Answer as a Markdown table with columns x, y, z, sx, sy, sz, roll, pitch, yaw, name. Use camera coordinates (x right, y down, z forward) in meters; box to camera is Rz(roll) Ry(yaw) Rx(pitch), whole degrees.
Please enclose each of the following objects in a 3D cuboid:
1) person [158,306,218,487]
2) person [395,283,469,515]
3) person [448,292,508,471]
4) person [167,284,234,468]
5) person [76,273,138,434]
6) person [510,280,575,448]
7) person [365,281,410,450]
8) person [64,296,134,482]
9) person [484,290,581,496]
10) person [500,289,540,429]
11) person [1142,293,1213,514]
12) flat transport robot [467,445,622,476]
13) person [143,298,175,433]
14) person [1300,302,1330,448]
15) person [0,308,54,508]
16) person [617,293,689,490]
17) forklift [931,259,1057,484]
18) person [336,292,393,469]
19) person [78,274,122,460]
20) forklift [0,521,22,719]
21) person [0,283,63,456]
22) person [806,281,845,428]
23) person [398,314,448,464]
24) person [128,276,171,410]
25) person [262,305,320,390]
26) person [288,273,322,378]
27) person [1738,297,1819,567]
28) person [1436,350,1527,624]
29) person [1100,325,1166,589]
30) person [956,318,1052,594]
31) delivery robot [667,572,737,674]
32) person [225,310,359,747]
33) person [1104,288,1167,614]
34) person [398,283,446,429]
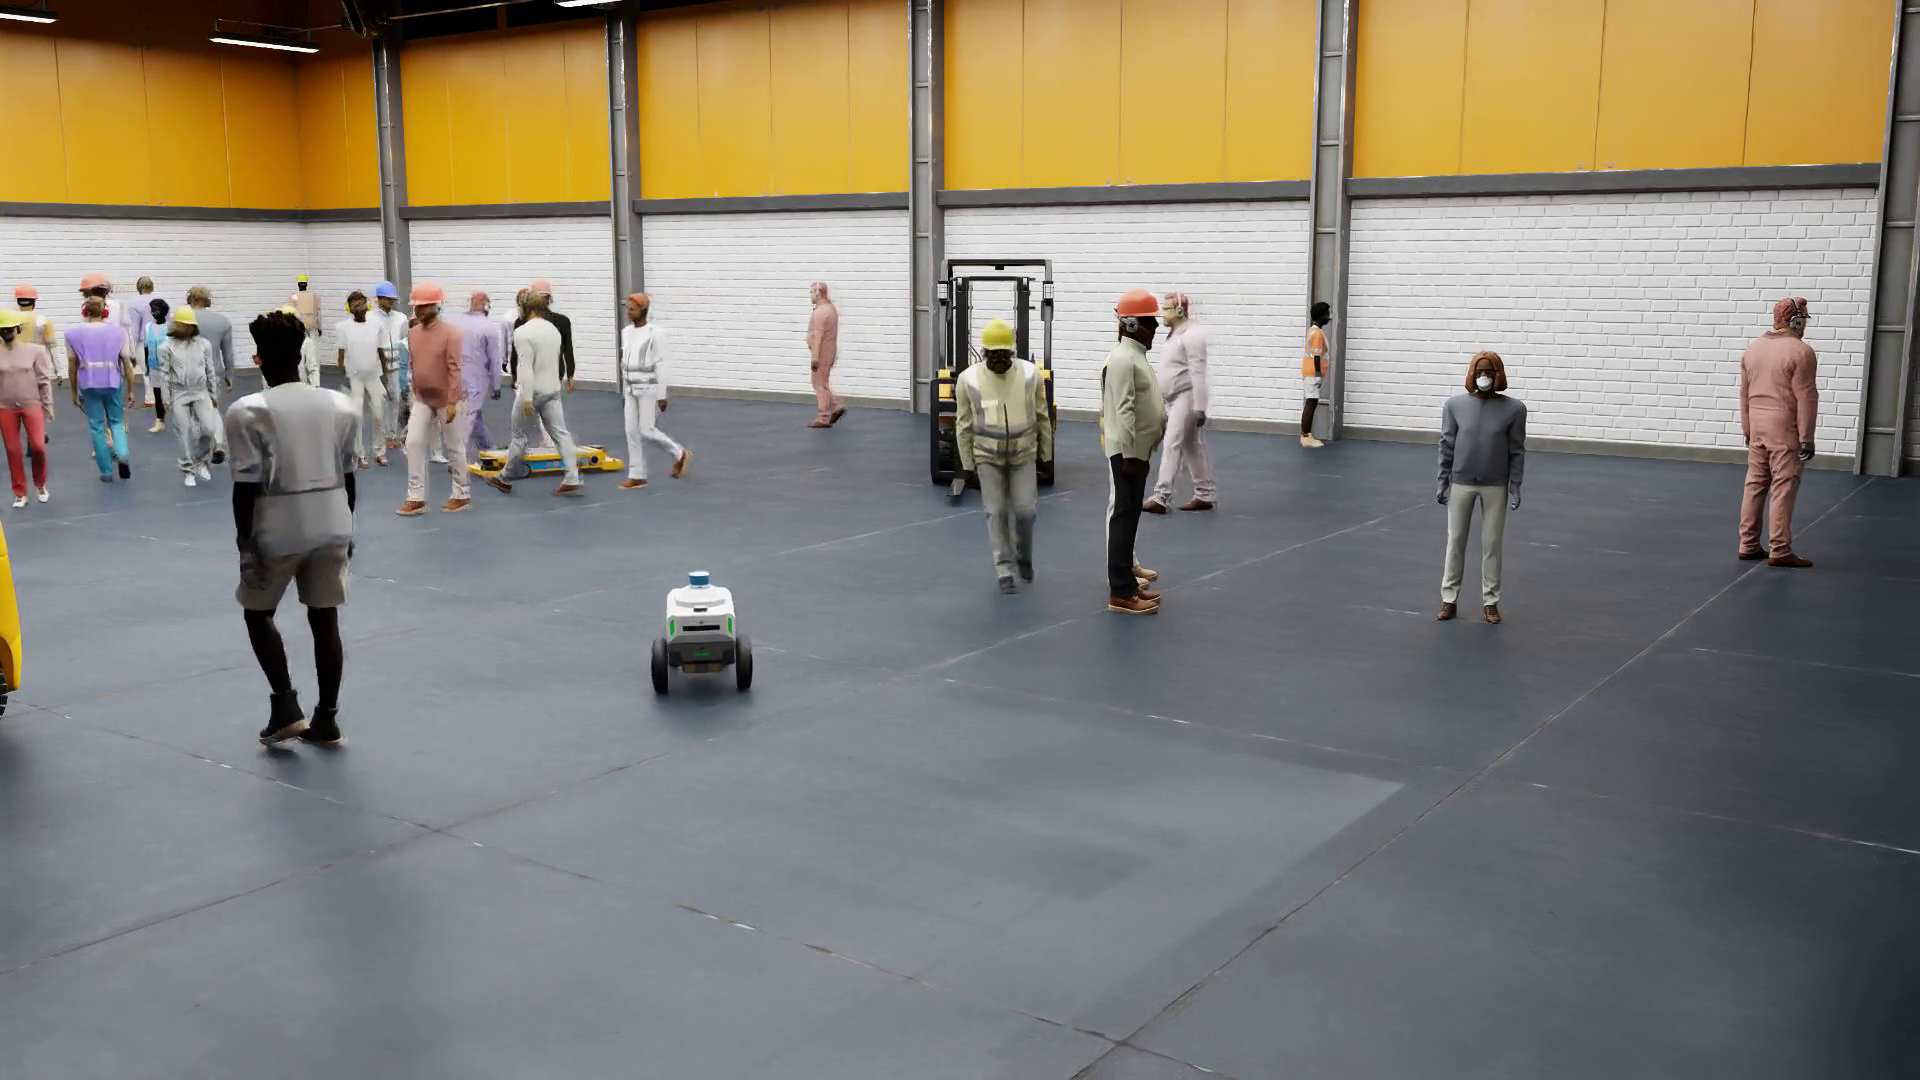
| x | y | z | sx | sy | sz | roll | pitch | yaw | name |
| --- | --- | --- | --- | --- | --- | --- | --- | --- | --- |
| -7.380 | -1.370 | 15.937 | 0.515 | 1.726 | 0.389 | -7 | 12 | -35 | person |
| -4.493 | -1.177 | 14.075 | 0.622 | 1.961 | 0.819 | 4 | 10 | 21 | person |
| -5.044 | -1.654 | 17.339 | 0.717 | 1.829 | 1.016 | 5 | 11 | 27 | person |
| -7.940 | -1.706 | 17.394 | 0.642 | 1.914 | 0.426 | -9 | 13 | -44 | person |
| -10.704 | -2.318 | 20.792 | 0.779 | 1.994 | 0.753 | 4 | 10 | 23 | person |
| -4.441 | -1.762 | 17.619 | 0.629 | 1.939 | 1.007 | -6 | 11 | -31 | person |
| -6.490 | -1.973 | 18.953 | 0.617 | 1.923 | 0.638 | 9 | 13 | 42 | person |
| -8.387 | -1.464 | 16.240 | 0.560 | 1.822 | 0.465 | -6 | 11 | -33 | person |
| -3.926 | -1.340 | 15.294 | 1.037 | 1.882 | 0.651 | 4 | 10 | 23 | person |
| -5.510 | -2.281 | 21.153 | 0.654 | 1.799 | 0.917 | -3 | 10 | -15 | person |
| 1.817 | -1.160 | 14.235 | 0.873 | 1.879 | 0.686 | -2 | 10 | -10 | person |
| -4.243 | -0.811 | 16.953 | 1.431 | 0.197 | 0.652 | -6 | 11 | -32 | flat transport robot |
| -9.992 | -2.181 | 20.876 | 0.539 | 1.695 | 0.317 | 1 | 10 | 6 | person |
| 4.128 | -1.914 | 19.315 | 0.321 | 1.690 | 0.527 | 1 | 10 | 7 | person |
| -8.253 | -1.150 | 14.567 | 0.551 | 1.750 | 0.408 | -4 | 10 | -23 | person |
| -2.969 | -1.416 | 15.830 | 0.582 | 1.865 | 0.666 | 9 | 13 | 42 | person |
| 0.370 | -1.738 | 16.759 | 1.214 | 2.155 | 2.313 | 1 | 10 | 3 | forklift |
| -6.213 | -1.662 | 17.359 | 0.542 | 1.839 | 0.426 | -7 | 12 | -34 | person |
| -9.291 | -1.857 | 17.984 | 0.460 | 2.020 | 0.630 | 1 | 10 | 6 | person |
| -5.296 | -0.090 | 6.943 | 1.214 | 2.155 | 2.313 | 7 | 12 | 35 | forklift |
| -10.387 | -1.915 | 18.675 | 0.574 | 1.897 | 0.947 | -2 | 10 | -10 | person |
| -1.801 | -2.386 | 21.498 | 0.419 | 1.892 | 0.673 | 2 | 10 | 11 | person |
| -5.773 | -1.624 | 17.762 | 0.550 | 1.619 | 0.535 | 8 | 12 | 38 | person |
| -11.786 | -2.865 | 24.230 | 0.355 | 1.936 | 0.635 | 6 | 11 | 32 | person |
| -6.724 | -1.492 | 16.668 | 0.517 | 1.733 | 0.822 | -6 | 11 | -34 | person |
| -12.058 | -3.936 | 30.641 | 0.587 | 1.928 | 0.363 | -7 | 12 | -36 | person |
| 5.842 | -0.766 | 11.823 | 0.409 | 1.907 | 0.651 | -3 | 10 | -15 | person |
| 3.108 | -0.316 | 9.951 | 0.498 | 1.634 | 0.278 | 3 | 10 | 20 | person |
| 1.150 | -0.603 | 11.062 | 0.429 | 1.836 | 0.636 | 3 | 10 | 18 | person |
| 0.288 | -0.535 | 10.784 | 0.628 | 1.795 | 0.478 | -1 | 10 | -3 | person |
| -1.337 | 0.408 | 8.569 | 0.477 | 0.478 | 0.707 | -2 | 10 | -9 | delivery robot |
| -2.932 | -0.032 | 7.341 | 0.436 | 1.951 | 0.602 | 9 | 13 | 44 | person |
| 1.073 | -0.551 | 10.280 | 0.378 | 1.995 | 0.612 | 2 | 10 | 11 | person |
| -6.683 | -2.267 | 20.817 | 0.941 | 1.902 | 0.550 | 1 | 10 | 5 | person |
